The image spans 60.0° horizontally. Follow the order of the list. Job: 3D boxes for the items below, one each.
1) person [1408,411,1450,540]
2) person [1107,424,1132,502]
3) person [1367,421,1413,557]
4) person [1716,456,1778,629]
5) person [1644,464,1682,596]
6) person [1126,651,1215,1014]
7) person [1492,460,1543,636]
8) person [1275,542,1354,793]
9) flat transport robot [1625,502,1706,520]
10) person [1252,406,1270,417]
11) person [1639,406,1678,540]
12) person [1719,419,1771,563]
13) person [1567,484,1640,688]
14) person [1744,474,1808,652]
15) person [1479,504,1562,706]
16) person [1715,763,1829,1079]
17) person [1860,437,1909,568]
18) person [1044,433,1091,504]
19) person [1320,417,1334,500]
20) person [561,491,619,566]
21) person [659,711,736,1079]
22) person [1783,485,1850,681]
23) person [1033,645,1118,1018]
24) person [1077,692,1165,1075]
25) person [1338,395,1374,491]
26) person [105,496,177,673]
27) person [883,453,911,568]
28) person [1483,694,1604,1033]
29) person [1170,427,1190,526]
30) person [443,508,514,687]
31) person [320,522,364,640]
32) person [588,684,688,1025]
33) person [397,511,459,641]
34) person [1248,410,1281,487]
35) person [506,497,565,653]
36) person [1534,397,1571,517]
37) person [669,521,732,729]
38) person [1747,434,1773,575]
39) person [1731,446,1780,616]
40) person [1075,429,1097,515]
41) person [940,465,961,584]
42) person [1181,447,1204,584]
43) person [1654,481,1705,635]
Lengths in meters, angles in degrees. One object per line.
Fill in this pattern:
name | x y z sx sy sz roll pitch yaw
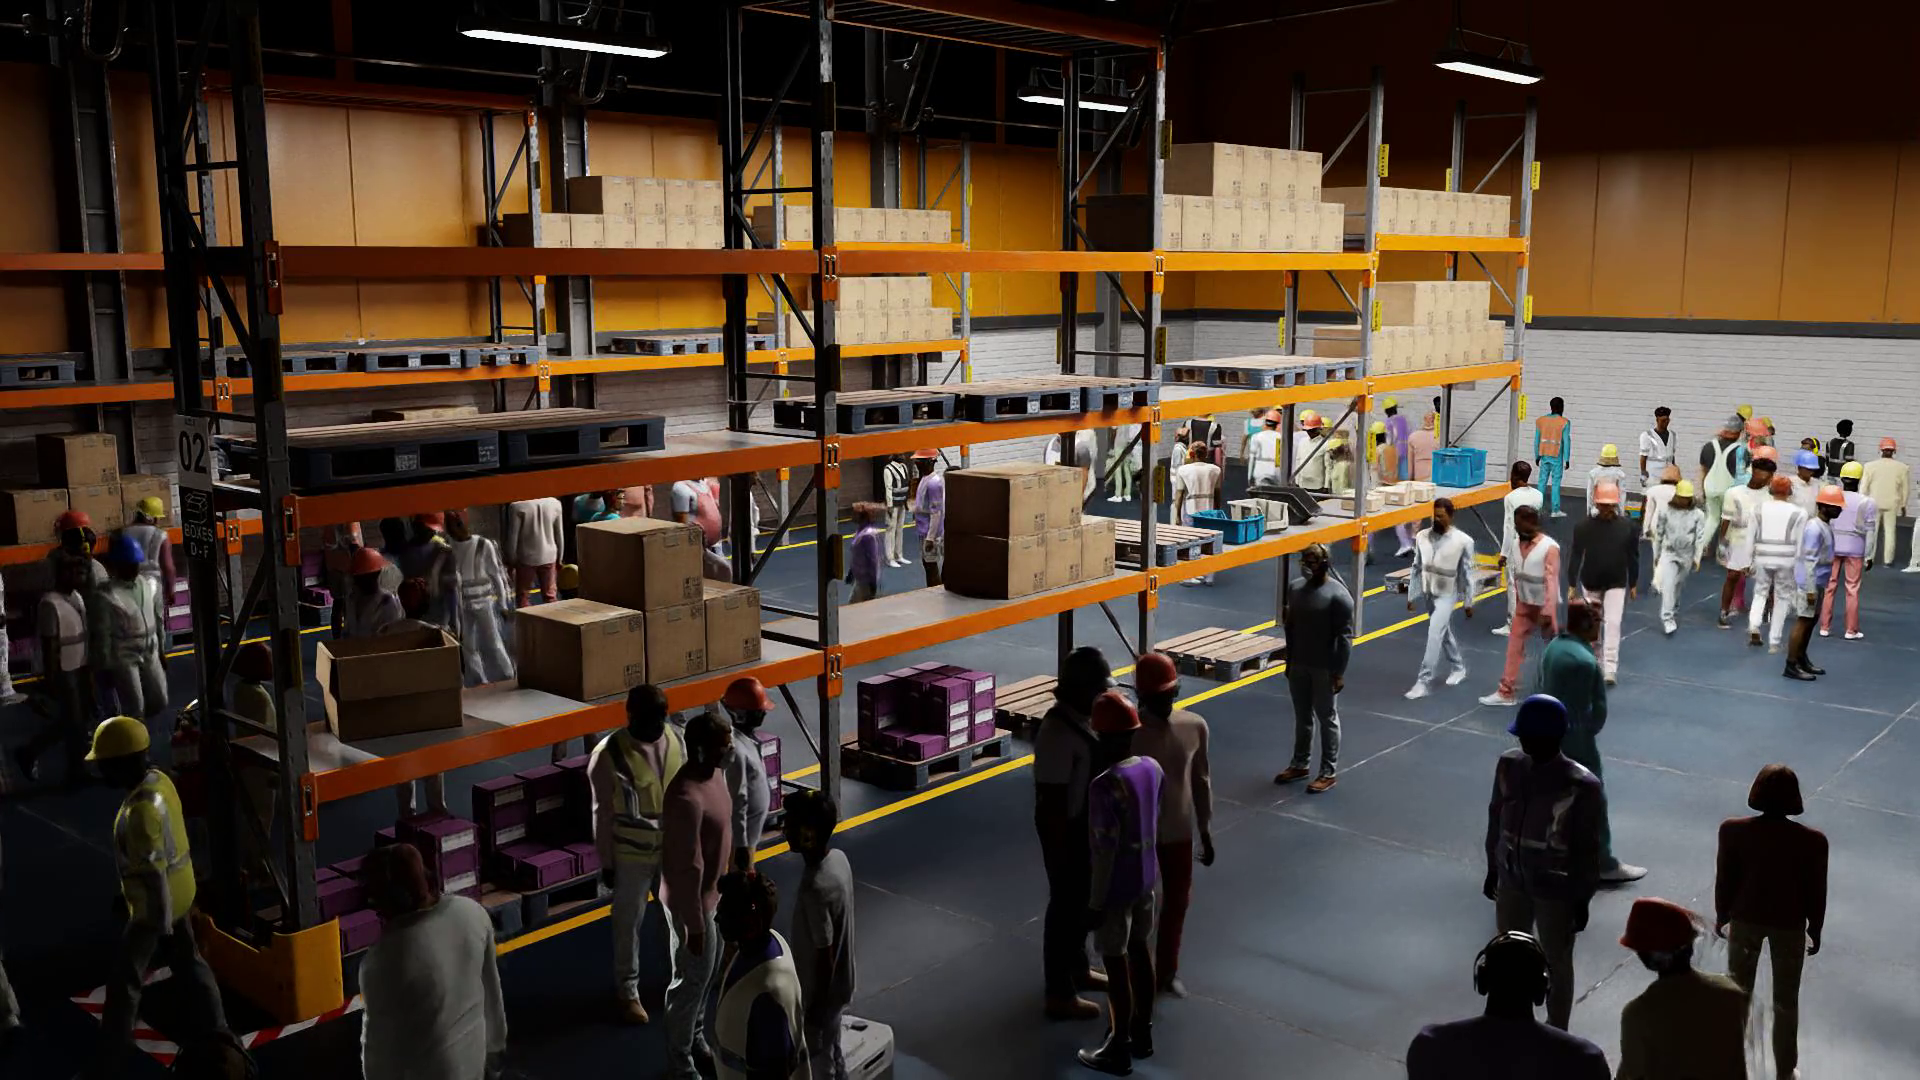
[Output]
person | 6.850 -0.928 24.245 0.636 1.902 0.406 7 12 35
person | 2.725 -1.575 28.204 0.510 1.870 0.328 -7 12 -36
person | 5.906 -0.702 22.995 0.606 1.879 0.940 -7 12 -36
person | 8.794 0.015 18.545 0.711 1.935 0.660 2 10 14
person | 8.579 -0.116 20.297 0.516 1.602 0.692 9 13 43
person | 1.074 1.573 9.064 0.625 1.996 0.387 -2 10 -14
person | 6.086 0.093 18.092 0.596 1.918 0.381 -8 12 -39
person | 2.737 0.971 12.795 0.376 1.940 0.629 -6 11 -34
flat transport robot | 10.905 -0.440 26.186 1.431 0.197 0.652 8 12 40
person | 5.643 -2.121 31.286 0.371 1.928 0.584 4 10 21
person | 10.223 -0.979 24.352 0.606 1.966 0.367 -3 10 -16
person | 10.563 -0.615 22.068 0.649 1.999 0.877 -7 12 -35
person | 6.184 0.429 16.019 0.644 1.935 1.027 4 10 21
person | 8.471 0.250 17.318 0.567 1.870 0.463 7 12 37
person | 5.298 0.600 15.261 1.002 1.866 0.657 -5 11 -27
person | 3.973 1.895 8.183 0.499 1.635 0.287 5 11 28
person | 12.301 -0.504 22.158 0.576 1.750 0.340 4 10 22
person | 1.386 -0.689 22.401 0.683 2.000 0.536 6 11 32
person | 5.461 -0.972 24.976 0.321 1.743 0.488 1 10 8
person | -4.009 0.137 18.132 0.620 1.817 0.582 1 10 9
person | -1.262 1.767 8.086 0.381 1.928 0.628 0 10 2
person | 8.349 0.415 16.181 0.440 1.919 0.543 8 12 38
person | 0.681 1.548 9.046 0.536 2.000 0.682 4 10 21
person | 0.790 1.716 8.360 0.376 1.933 0.545 8 12 38
person | 6.496 -1.484 27.147 0.689 2.000 1.034 -3 10 -18
person | -8.011 0.468 16.261 0.669 1.786 0.459 -1 10 -4
person | -0.852 -0.460 22.228 0.307 1.639 0.513 4 10 25
person | 2.902 1.711 8.362 0.402 1.942 0.604 -7 12 -36
person | 3.258 -0.855 24.589 0.310 1.638 0.522 2 10 14
person | -4.412 0.594 15.316 0.746 1.852 0.421 2 10 14
person | -6.236 0.270 16.894 0.610 1.966 0.363 8 13 41
person | -1.663 1.666 8.957 0.625 1.836 0.428 -7 12 -38
person | -4.635 0.681 14.351 0.658 2.004 0.425 0 10 -2
person | 4.529 -0.967 24.491 0.556 1.882 0.844 1 10 5
person | -4.428 0.191 17.337 0.618 1.977 0.431 -8 13 -40
person | 9.461 -1.328 26.591 0.369 1.913 0.597 -8 12 -40
person | -2.234 0.787 13.981 0.636 1.911 0.405 0 10 -2
person | 10.426 -0.465 21.707 0.407 1.824 0.689 4 10 22
person | 9.250 -0.110 19.146 0.833 1.966 0.616 -6 11 -31
person | 1.914 -1.167 25.719 0.433 1.890 0.650 -1 10 -9
person | -0.087 -0.036 19.522 0.318 1.699 0.535 3 10 17
person | 2.971 -0.329 21.136 0.295 1.744 0.485 3 10 17
person | 7.854 0.191 18.177 0.486 1.685 0.922 2 10 14
